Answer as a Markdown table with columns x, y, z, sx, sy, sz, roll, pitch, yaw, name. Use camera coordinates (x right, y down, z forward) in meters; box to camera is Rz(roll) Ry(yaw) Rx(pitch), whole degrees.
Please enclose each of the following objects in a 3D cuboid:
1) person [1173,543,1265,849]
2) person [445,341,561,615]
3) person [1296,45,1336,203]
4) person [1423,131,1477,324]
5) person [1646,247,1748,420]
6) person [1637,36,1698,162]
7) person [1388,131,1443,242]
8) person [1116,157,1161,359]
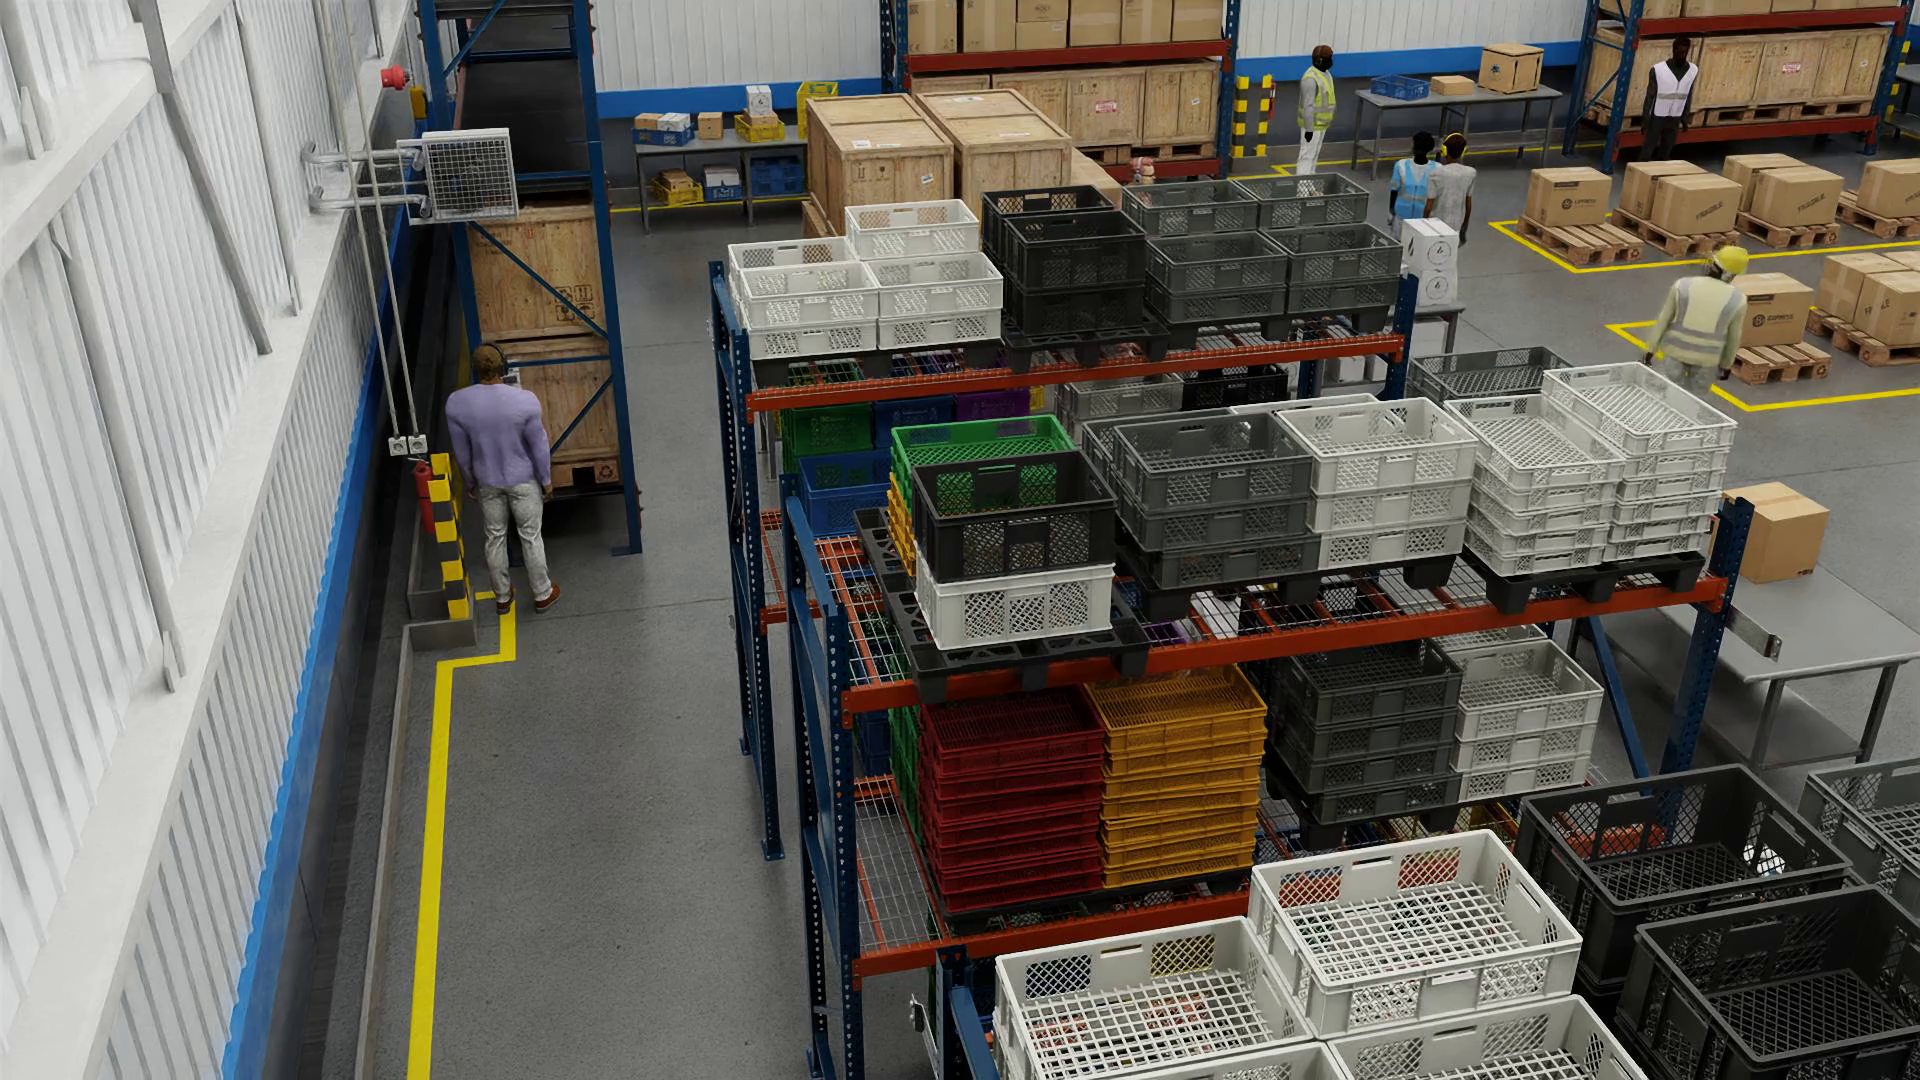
| x | y | z | sx | sy | sz | roll | pitch | yaw | name |
| --- | --- | --- | --- | --- | --- | --- | --- | --- | --- |
| 1.343 | 0.838 | 8.710 | 0.574 | 1.885 | 0.355 | -18 | 33 | -31 | person |
| -3.002 | -0.400 | 11.001 | 0.632 | 1.940 | 0.372 | 0 | 28 | -1 | person |
| 4.206 | -4.907 | 19.656 | 0.429 | 1.844 | 0.624 | 13 | 30 | 23 | person |
| 4.631 | -2.977 | 15.962 | 0.517 | 1.873 | 0.334 | -4 | 28 | -8 | person |
| 5.778 | -1.475 | 13.209 | 0.724 | 1.786 | 0.511 | 16 | 32 | 28 | person |
| 8.393 | -5.032 | 19.812 | 0.597 | 1.915 | 0.370 | -4 | 28 | -8 | person |
| 4.552 | -3.261 | 16.680 | 0.536 | 1.699 | 0.321 | 10 | 29 | 18 | person |
| 1.604 | -2.520 | 15.057 | 0.406 | 1.906 | 0.654 | 4 | 28 | 8 | person |
